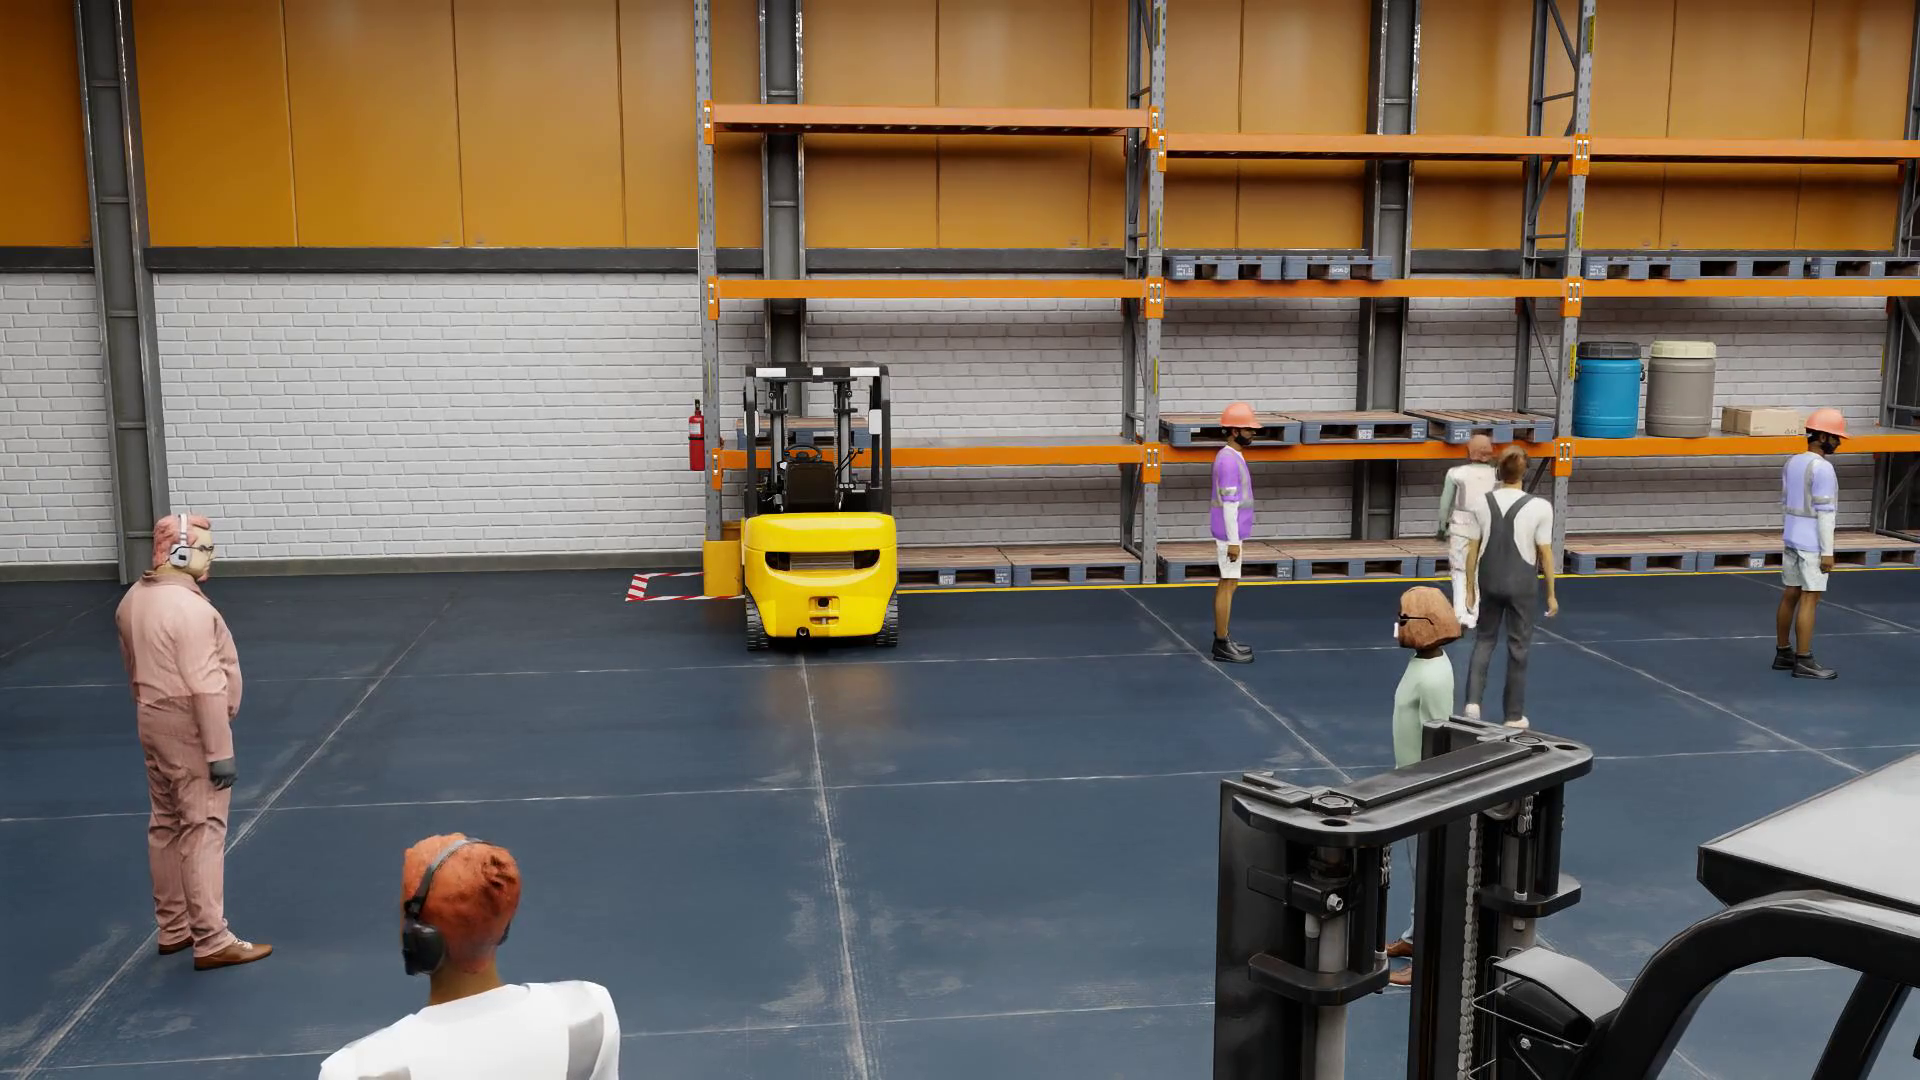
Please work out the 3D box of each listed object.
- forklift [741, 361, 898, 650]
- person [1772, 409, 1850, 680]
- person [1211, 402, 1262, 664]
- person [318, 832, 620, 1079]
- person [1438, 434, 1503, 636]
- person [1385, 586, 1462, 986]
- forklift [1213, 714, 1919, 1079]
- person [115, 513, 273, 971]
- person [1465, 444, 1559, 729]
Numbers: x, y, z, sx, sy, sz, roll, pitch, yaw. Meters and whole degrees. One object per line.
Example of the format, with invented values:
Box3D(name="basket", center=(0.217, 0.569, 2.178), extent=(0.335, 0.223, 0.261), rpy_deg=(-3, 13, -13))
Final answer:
Box3D(name="forklift", center=(-1.154, -0.340, 13.365), extent=(1.214, 2.155, 2.313), rpy_deg=(-1, 9, -7))
Box3D(name="person", center=(6.106, 0.026, 11.914), extent=(0.374, 1.928, 0.542), rpy_deg=(0, 9, -2))
Box3D(name="person", center=(2.050, -0.057, 12.399), extent=(0.356, 1.937, 0.552), rpy_deg=(1, 9, 9))
Box3D(name="person", center=(-0.892, 1.459, 3.105), extent=(0.584, 1.882, 0.344), rpy_deg=(-7, 12, -39))
Box3D(name="person", center=(4.098, -0.034, 13.270), extent=(0.534, 1.620, 0.701), rpy_deg=(1, 9, 8))
Box3D(name="person", center=(1.867, 0.995, 6.779), extent=(0.279, 1.633, 0.500), rpy_deg=(1, 9, 9))
Box3D(name="forklift", center=(1.441, 1.425, 2.350), extent=(1.214, 2.155, 2.313), rpy_deg=(-7, 12, -39))
Box3D(name="person", center=(-3.202, 0.834, 6.956), extent=(0.636, 1.903, 0.405), rpy_deg=(8, 12, 39))
Box3D(name="person", center=(3.438, 0.318, 10.362), extent=(0.534, 1.837, 0.455), rpy_deg=(7, 11, 37))
